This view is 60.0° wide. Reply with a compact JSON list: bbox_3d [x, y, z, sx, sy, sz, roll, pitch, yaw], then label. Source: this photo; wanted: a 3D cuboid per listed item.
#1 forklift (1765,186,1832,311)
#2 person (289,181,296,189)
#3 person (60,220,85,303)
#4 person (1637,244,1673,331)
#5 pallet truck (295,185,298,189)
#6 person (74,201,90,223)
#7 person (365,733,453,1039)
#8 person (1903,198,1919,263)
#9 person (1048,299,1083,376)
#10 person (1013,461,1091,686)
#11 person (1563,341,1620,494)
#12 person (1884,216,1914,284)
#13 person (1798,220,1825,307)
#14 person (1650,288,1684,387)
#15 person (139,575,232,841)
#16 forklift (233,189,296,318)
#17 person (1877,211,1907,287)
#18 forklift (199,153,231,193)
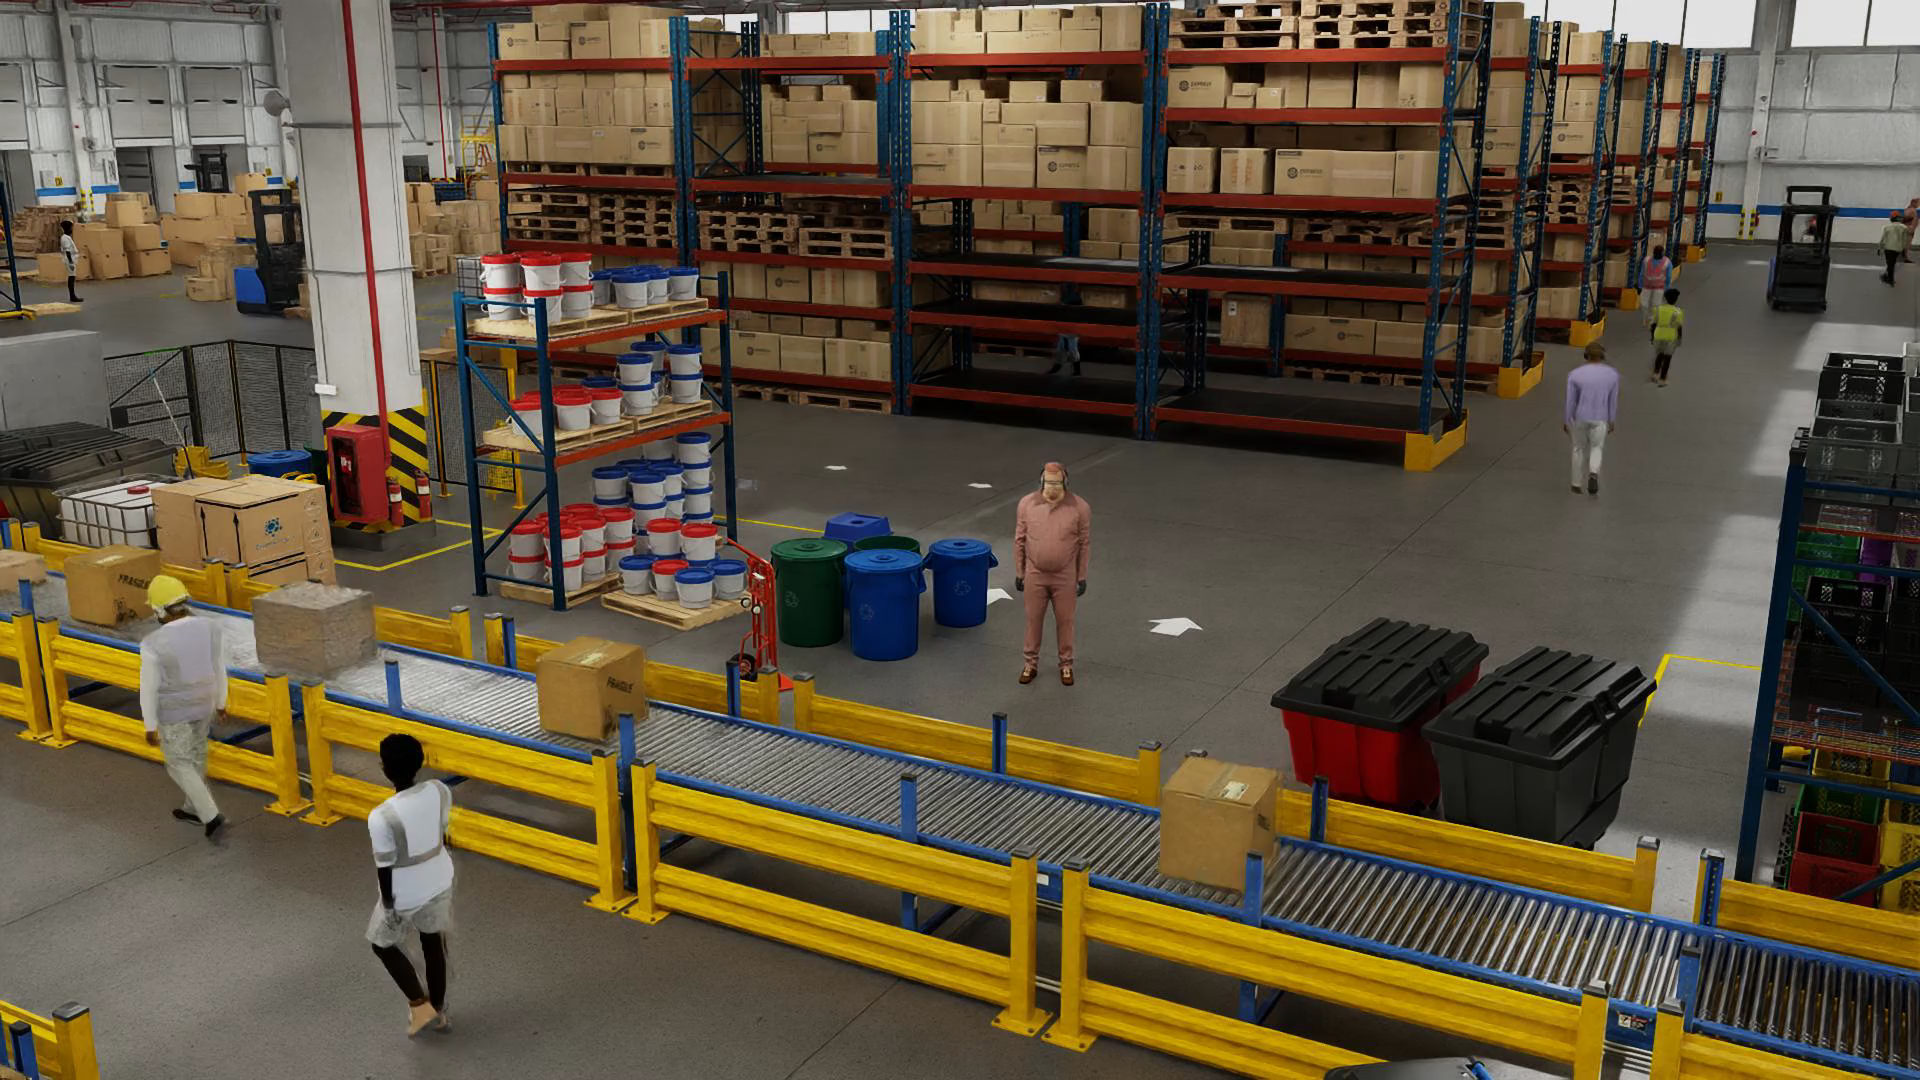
[{"bbox_3d":[19.692,-6.870,38.928,1.129,2.768,1.873,5,16,18],"label":"forklift"},{"bbox_3d":[-24.542,-12.329,61.451,0.585,1.847,0.968,-1,15,-3],"label":"person"},{"bbox_3d":[-21.409,-6.700,40.037,0.367,1.966,0.604,-8,17,-28],"label":"person"},{"bbox_3d":[14.664,-5.330,35.145,0.654,1.831,0.436,9,17,31],"label":"person"},{"bbox_3d":[-26.804,-14.617,69.738,1.885,1.965,0.823,-14,20,-42],"label":"pallet truck"},{"bbox_3d":[-26.394,-9.355,50.358,0.526,1.804,0.901,9,18,32],"label":"person"},{"bbox_3d":[-2.845,1.798,8.637,0.363,1.684,0.538,10,18,32],"label":"person"},{"bbox_3d":[28.433,-9.256,49.770,0.399,1.905,0.643,2,15,9],"label":"person"},{"bbox_3d":[1.750,-3.174,27.423,0.893,1.632,0.563,9,17,30],"label":"person"},{"bbox_3d":[0.761,0.279,13.916,0.643,1.908,0.411,2,15,7],"label":"person"},{"bbox_3d":[7.766,-1.487,20.519,0.637,1.922,0.548,3,15,13],"label":"person"},{"bbox_3d":[24.698,-7.628,43.832,0.521,1.813,0.570,-5,16,-17],"label":"person"},{"bbox_3d":[20.091,-6.533,39.298,0.687,2.019,0.625,-13,20,-41],"label":"person"},{"bbox_3d":[12.072,-3.452,28.375,0.405,1.675,0.553,-12,19,-39],"label":"person"},{"bbox_3d":[-5.101,1.109,10.982,0.708,1.814,0.605,8,17,29],"label":"person"},{"bbox_3d":[-15.430,-6.495,37.516,1.873,2.768,1.129,8,17,28],"label":"forklift"},{"bbox_3d":[24.424,-7.651,43.664,0.626,1.930,1.067,1,15,3],"label":"person"},{"bbox_3d":[-27.440,-12.865,61.464,1.873,2.768,1.129,8,17,28],"label":"forklift"}]
